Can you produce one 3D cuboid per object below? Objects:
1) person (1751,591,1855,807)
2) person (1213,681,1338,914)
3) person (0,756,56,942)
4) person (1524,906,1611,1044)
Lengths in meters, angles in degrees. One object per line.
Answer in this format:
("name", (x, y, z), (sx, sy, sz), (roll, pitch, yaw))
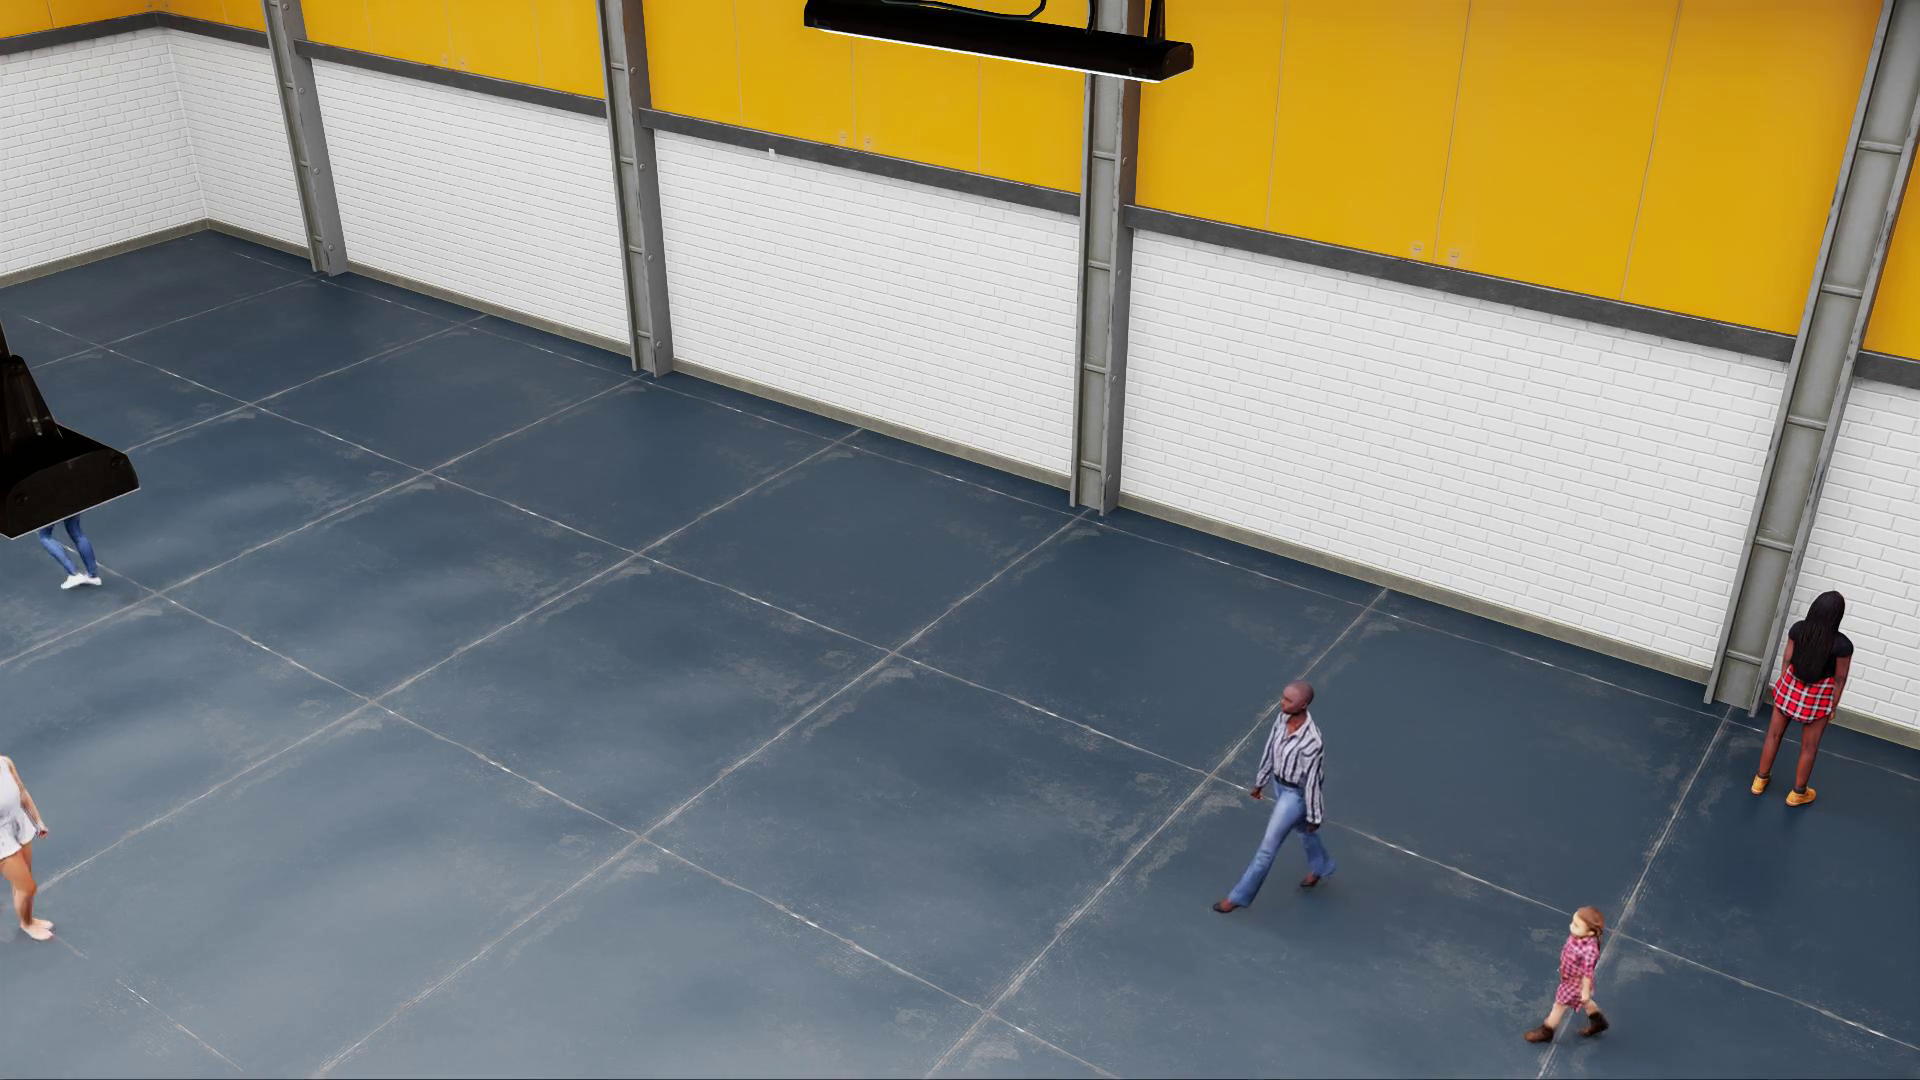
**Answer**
("person", (6.066, 1.125, 11.929), (0.577, 1.729, 0.701), (25, 37, 38))
("person", (2.250, 1.681, 10.904), (1.182, 1.735, 1.210), (-9, 30, -15))
("person", (-6.196, 1.883, 10.673), (0.700, 1.600, 0.681), (4, 29, 8))
("person", (3.739, 2.608, 9.953), (0.792, 1.017, 0.681), (0, 29, 0))
